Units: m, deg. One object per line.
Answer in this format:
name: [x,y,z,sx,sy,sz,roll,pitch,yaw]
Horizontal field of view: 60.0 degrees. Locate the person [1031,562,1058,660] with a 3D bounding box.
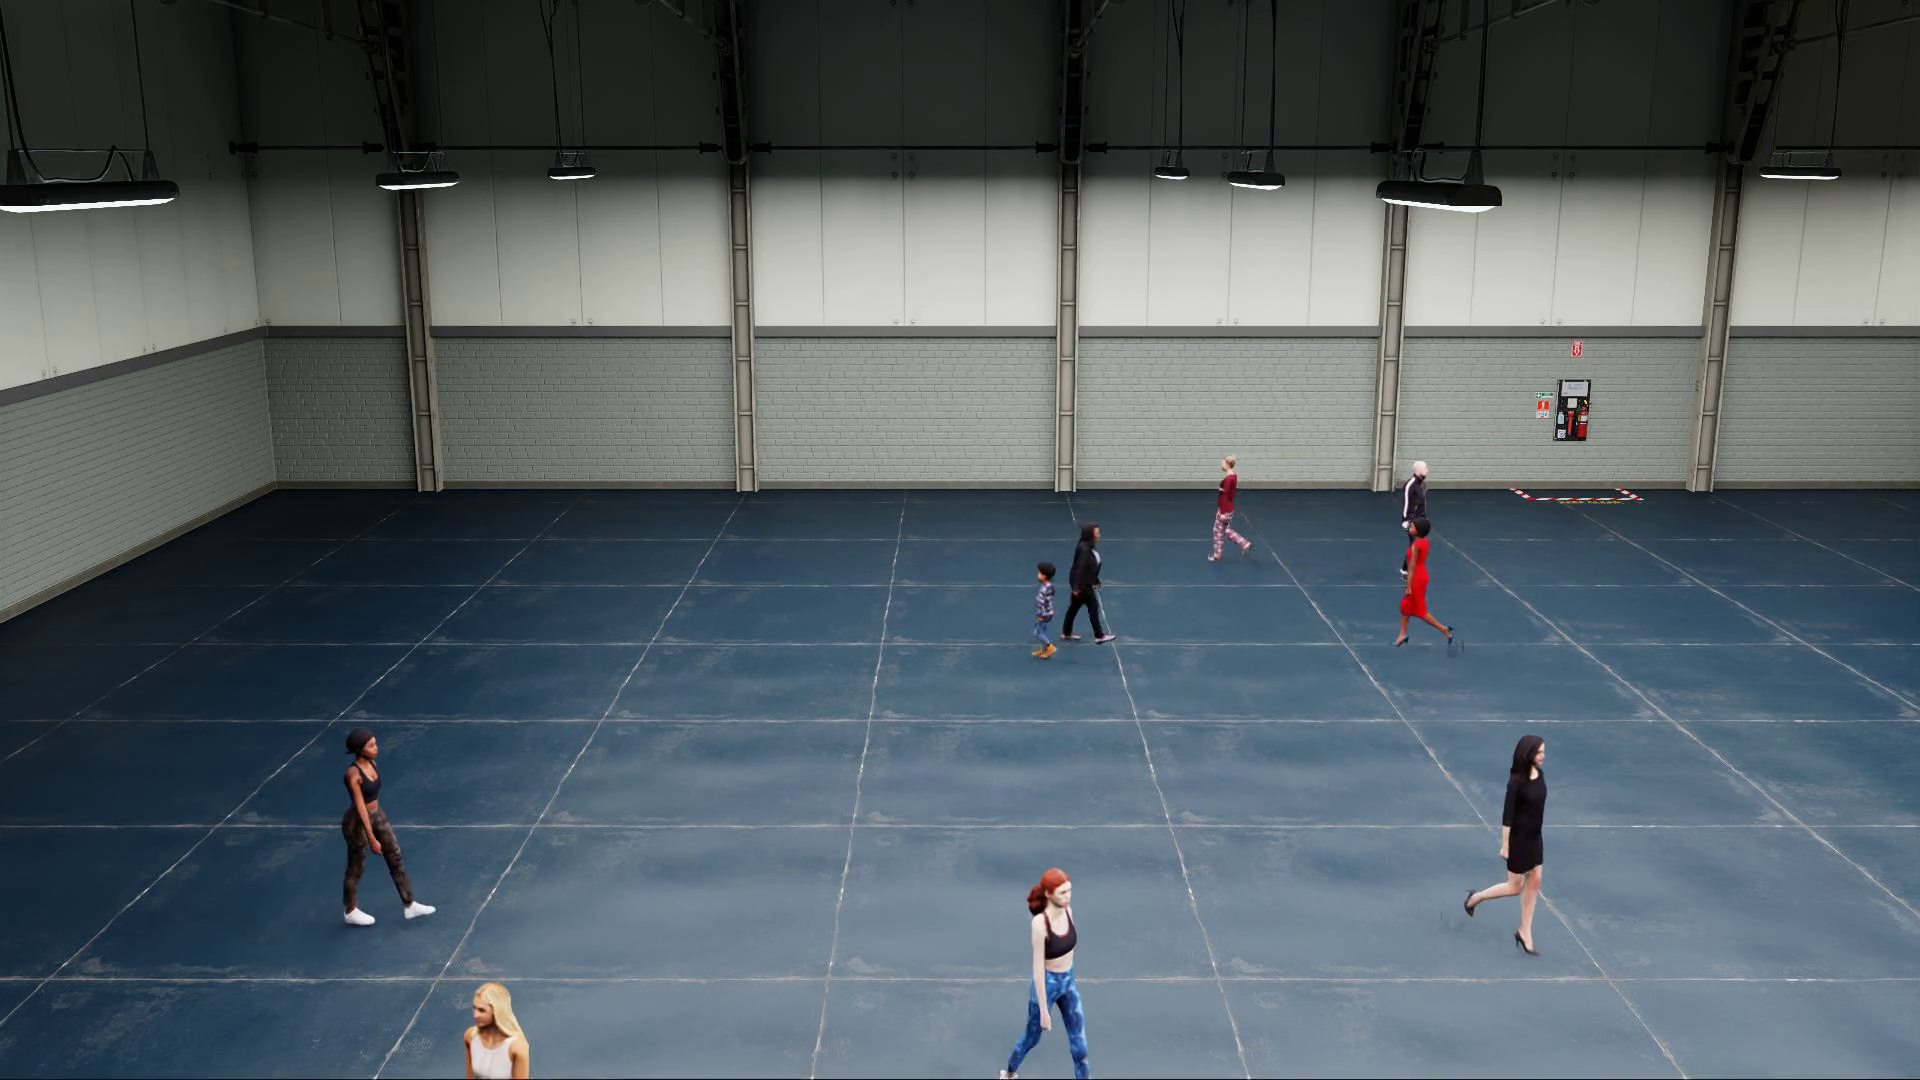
person: [1.090,0.893,20.736,0.608,1.245,0.568,3,13,12]

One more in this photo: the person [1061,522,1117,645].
person: [1.494,0.573,21.380,0.989,1.579,0.775,2,13,7]

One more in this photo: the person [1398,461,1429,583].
person: [6.594,-0.264,24.457,0.843,1.821,0.810,10,17,38]

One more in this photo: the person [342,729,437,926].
person: [-4.912,2.349,13.497,1.013,1.675,0.697,3,13,12]

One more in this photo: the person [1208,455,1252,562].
person: [4.168,-0.466,25.635,0.967,1.683,0.791,4,14,17]

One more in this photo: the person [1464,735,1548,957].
person: [4.367,2.380,13.113,0.942,1.788,0.967,-10,17,-38]

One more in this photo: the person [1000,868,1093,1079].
person: [0.527,2.958,10.745,1.239,1.730,1.140,12,17,41]

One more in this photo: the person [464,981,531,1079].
person: [-2.479,3.259,9.316,0.794,1.789,0.830,6,14,24]

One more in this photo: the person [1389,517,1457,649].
person: [5.867,0.586,21.021,1.132,1.715,0.884,6,14,25]
